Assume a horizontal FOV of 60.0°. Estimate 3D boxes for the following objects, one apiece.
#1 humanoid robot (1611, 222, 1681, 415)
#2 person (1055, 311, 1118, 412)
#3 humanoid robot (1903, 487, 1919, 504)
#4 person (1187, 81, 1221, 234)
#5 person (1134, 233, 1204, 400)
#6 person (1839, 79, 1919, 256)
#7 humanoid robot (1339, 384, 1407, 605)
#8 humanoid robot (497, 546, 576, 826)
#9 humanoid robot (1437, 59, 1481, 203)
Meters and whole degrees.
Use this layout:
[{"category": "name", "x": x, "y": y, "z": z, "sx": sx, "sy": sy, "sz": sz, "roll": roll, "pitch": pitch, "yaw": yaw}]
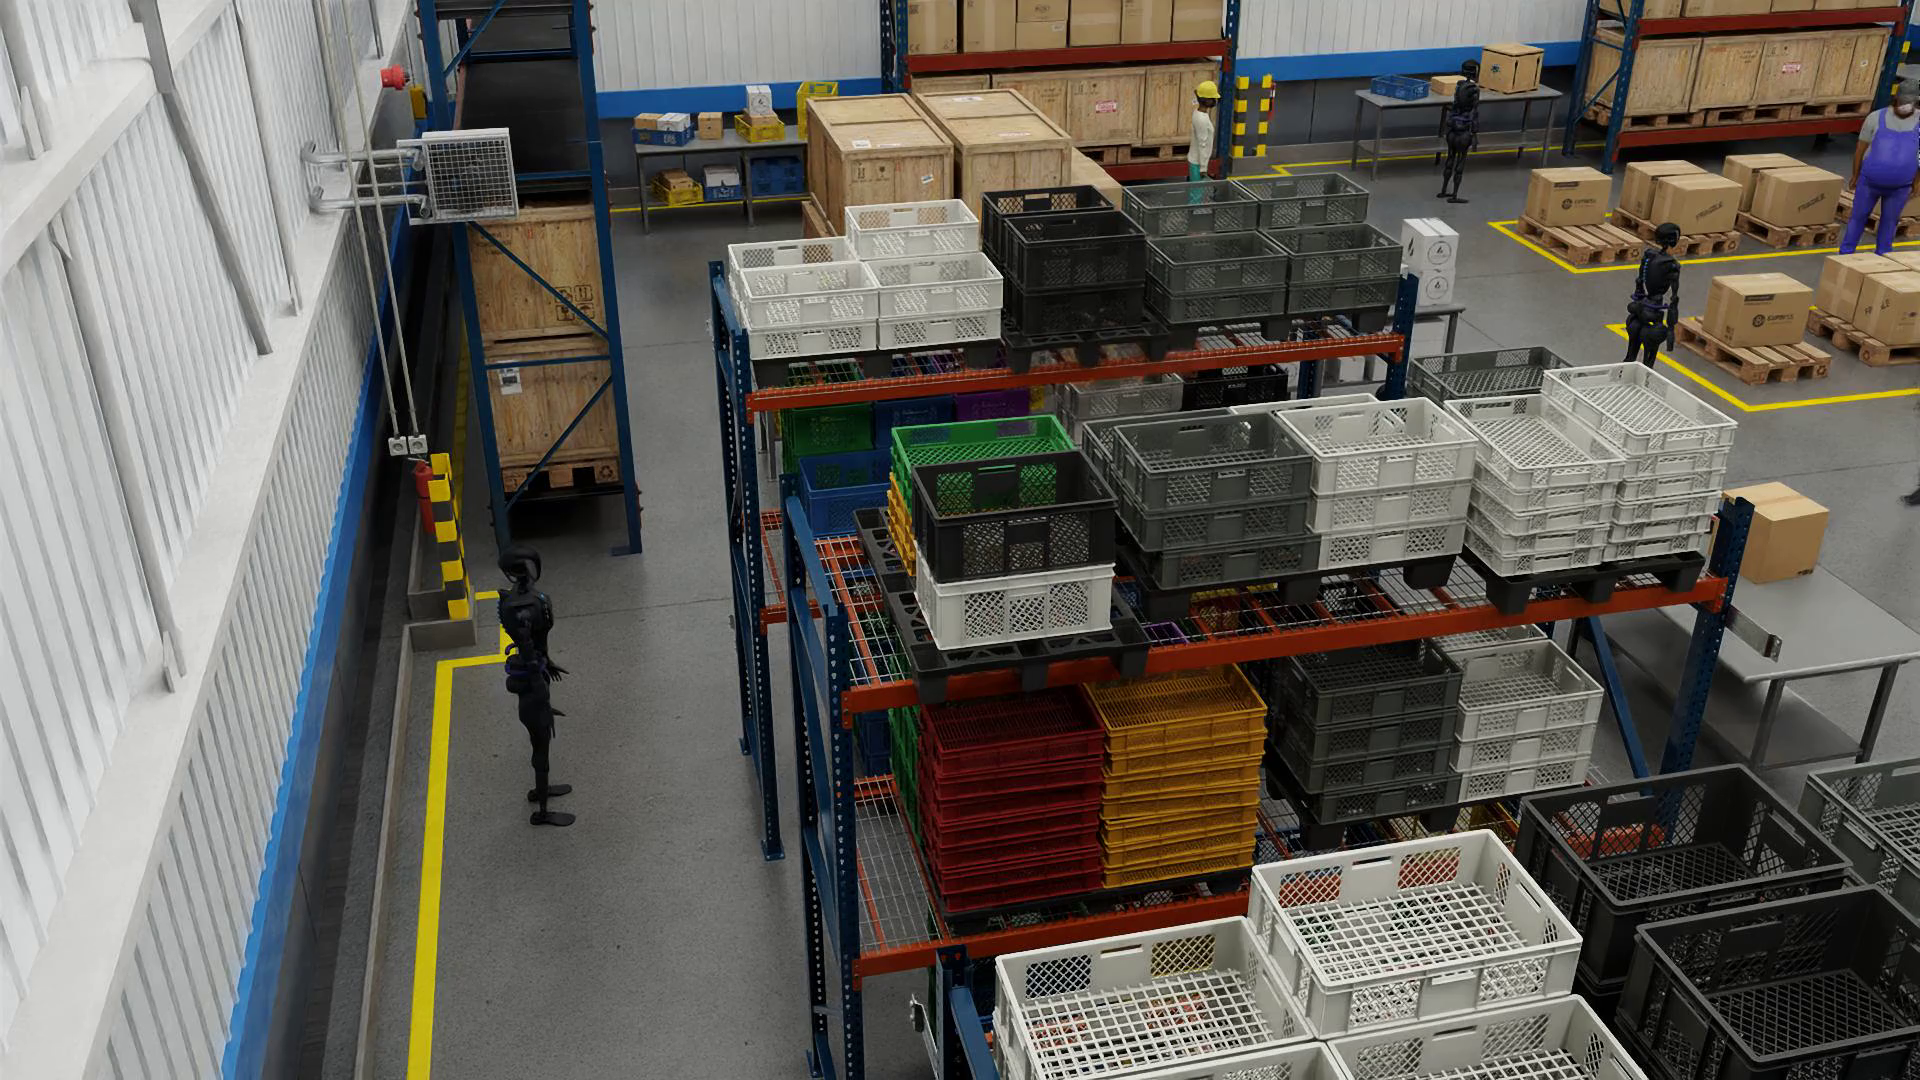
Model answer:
[{"category": "humanoid robot", "x": 5.853, "y": -1.875, "z": 14.074, "sx": 0.327, "sy": 1.660, "sz": 0.589, "roll": -7, "pitch": 28, "yaw": -12}, {"category": "person", "x": 0.918, "y": -1.262, "z": 12.711, "sx": 0.692, "sy": 1.889, "sz": 0.592, "roll": -22, "pitch": 35, "yaw": -35}, {"category": "humanoid robot", "x": 7.589, "y": -1.044, "z": 12.559, "sx": 0.700, "sy": 1.626, "sz": 0.592, "roll": -6, "pitch": 28, "yaw": -11}, {"category": "person", "x": 2.669, "y": -4.171, "z": 18.353, "sx": 0.314, "sy": 1.767, "sz": 0.534, "roll": 1, "pitch": 28, "yaw": 2}, {"category": "person", "x": 1.778, "y": -1.660, "z": 13.415, "sx": 0.618, "sy": 1.928, "sz": 1.061, "roll": -22, "pitch": 35, "yaw": -36}, {"category": "person", "x": 9.648, "y": -3.777, "z": 17.315, "sx": 0.690, "sy": 2.000, "sz": 0.538, "roll": 13, "pitch": 30, "yaw": 23}, {"category": "humanoid robot", "x": 2.786, "y": -0.270, "z": 11.033, "sx": 0.327, "sy": 1.657, "sz": 0.589, "roll": -7, "pitch": 28, "yaw": -12}, {"category": "humanoid robot", "x": -2.295, "y": 0.774, "z": 9.053, "sx": 0.327, "sy": 1.657, "sz": 0.589, "roll": -7, "pitch": 28, "yaw": -12}, {"category": "humanoid robot", "x": 5.970, "y": -4.863, "z": 19.748, "sx": 0.327, "sy": 1.657, "sz": 0.589, "roll": -7, "pitch": 28, "yaw": -12}]
